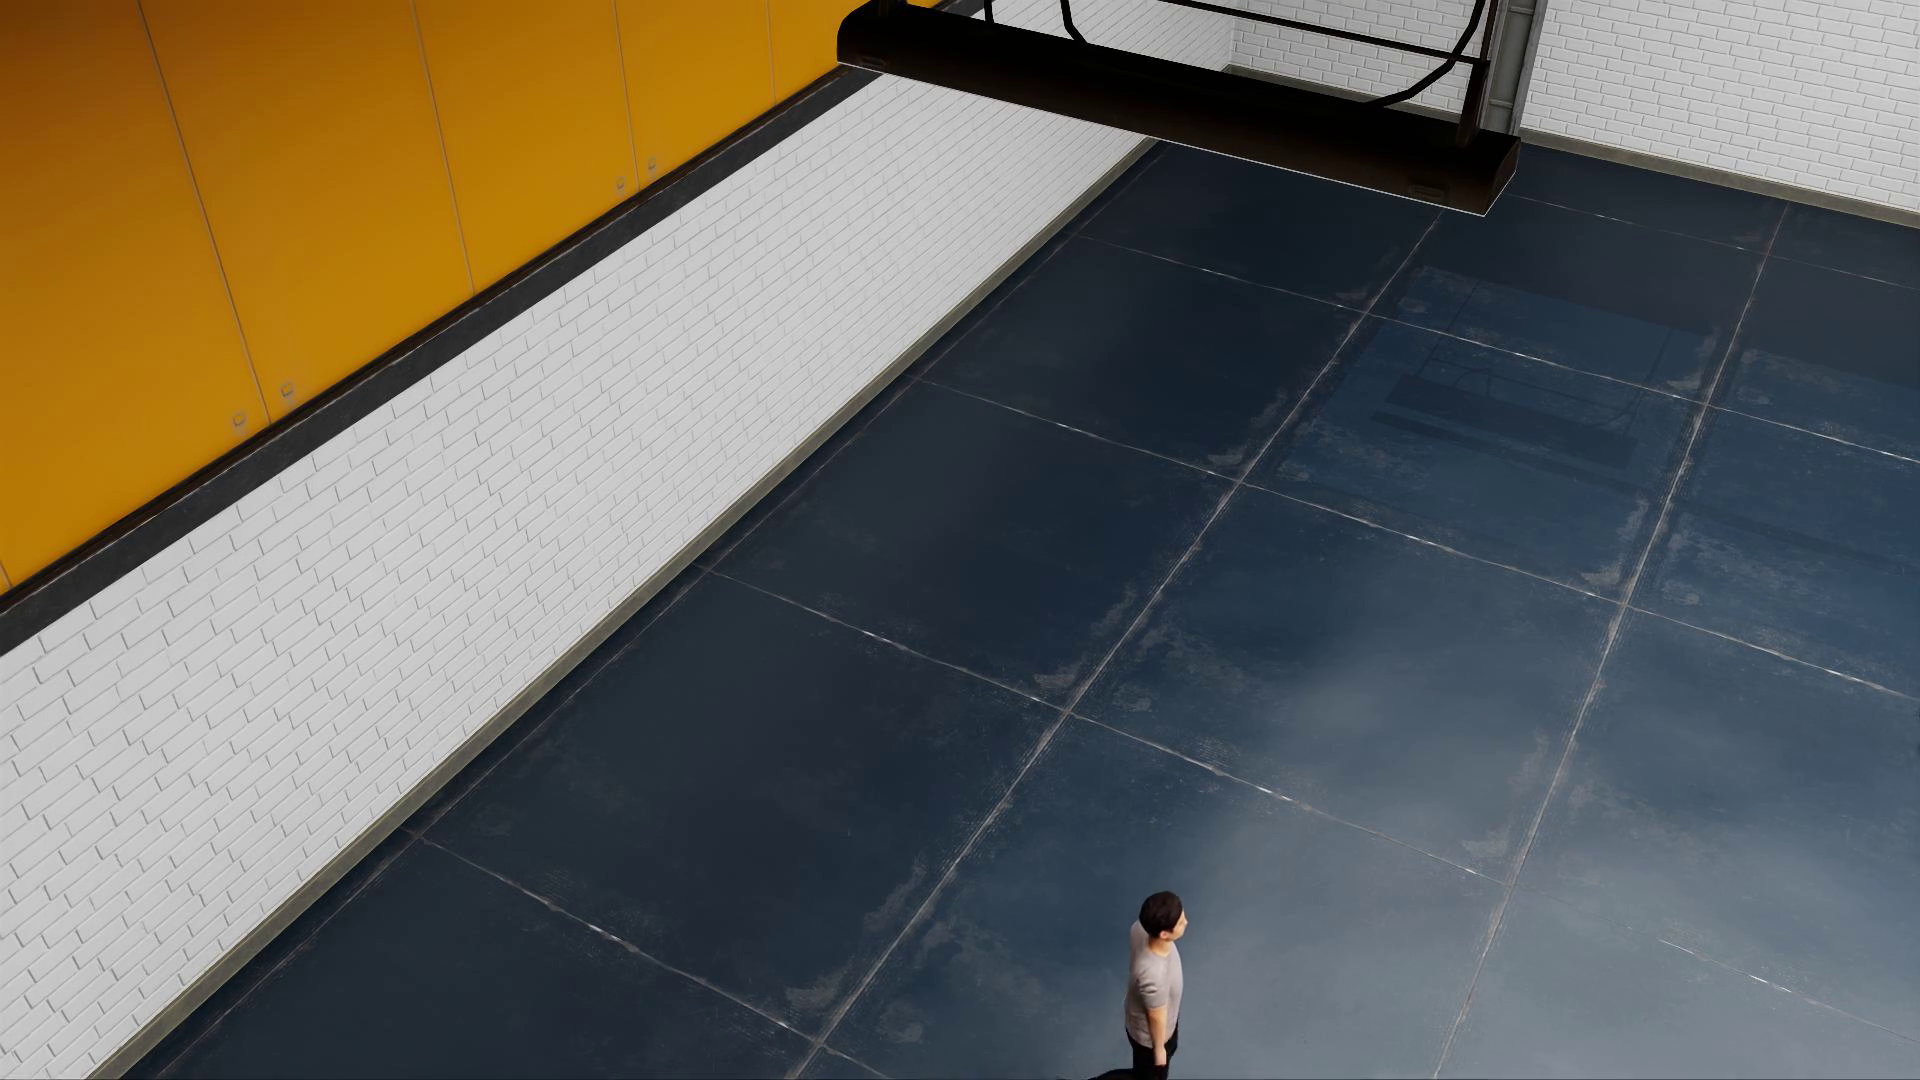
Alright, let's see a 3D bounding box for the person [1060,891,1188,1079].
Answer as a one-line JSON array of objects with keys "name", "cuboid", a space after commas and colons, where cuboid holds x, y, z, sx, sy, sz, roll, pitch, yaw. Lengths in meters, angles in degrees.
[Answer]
[{"name": "person", "cuboid": [0.872, 2.379, 8.303, 1.058, 1.704, 0.842, 3, 39, 4]}]
